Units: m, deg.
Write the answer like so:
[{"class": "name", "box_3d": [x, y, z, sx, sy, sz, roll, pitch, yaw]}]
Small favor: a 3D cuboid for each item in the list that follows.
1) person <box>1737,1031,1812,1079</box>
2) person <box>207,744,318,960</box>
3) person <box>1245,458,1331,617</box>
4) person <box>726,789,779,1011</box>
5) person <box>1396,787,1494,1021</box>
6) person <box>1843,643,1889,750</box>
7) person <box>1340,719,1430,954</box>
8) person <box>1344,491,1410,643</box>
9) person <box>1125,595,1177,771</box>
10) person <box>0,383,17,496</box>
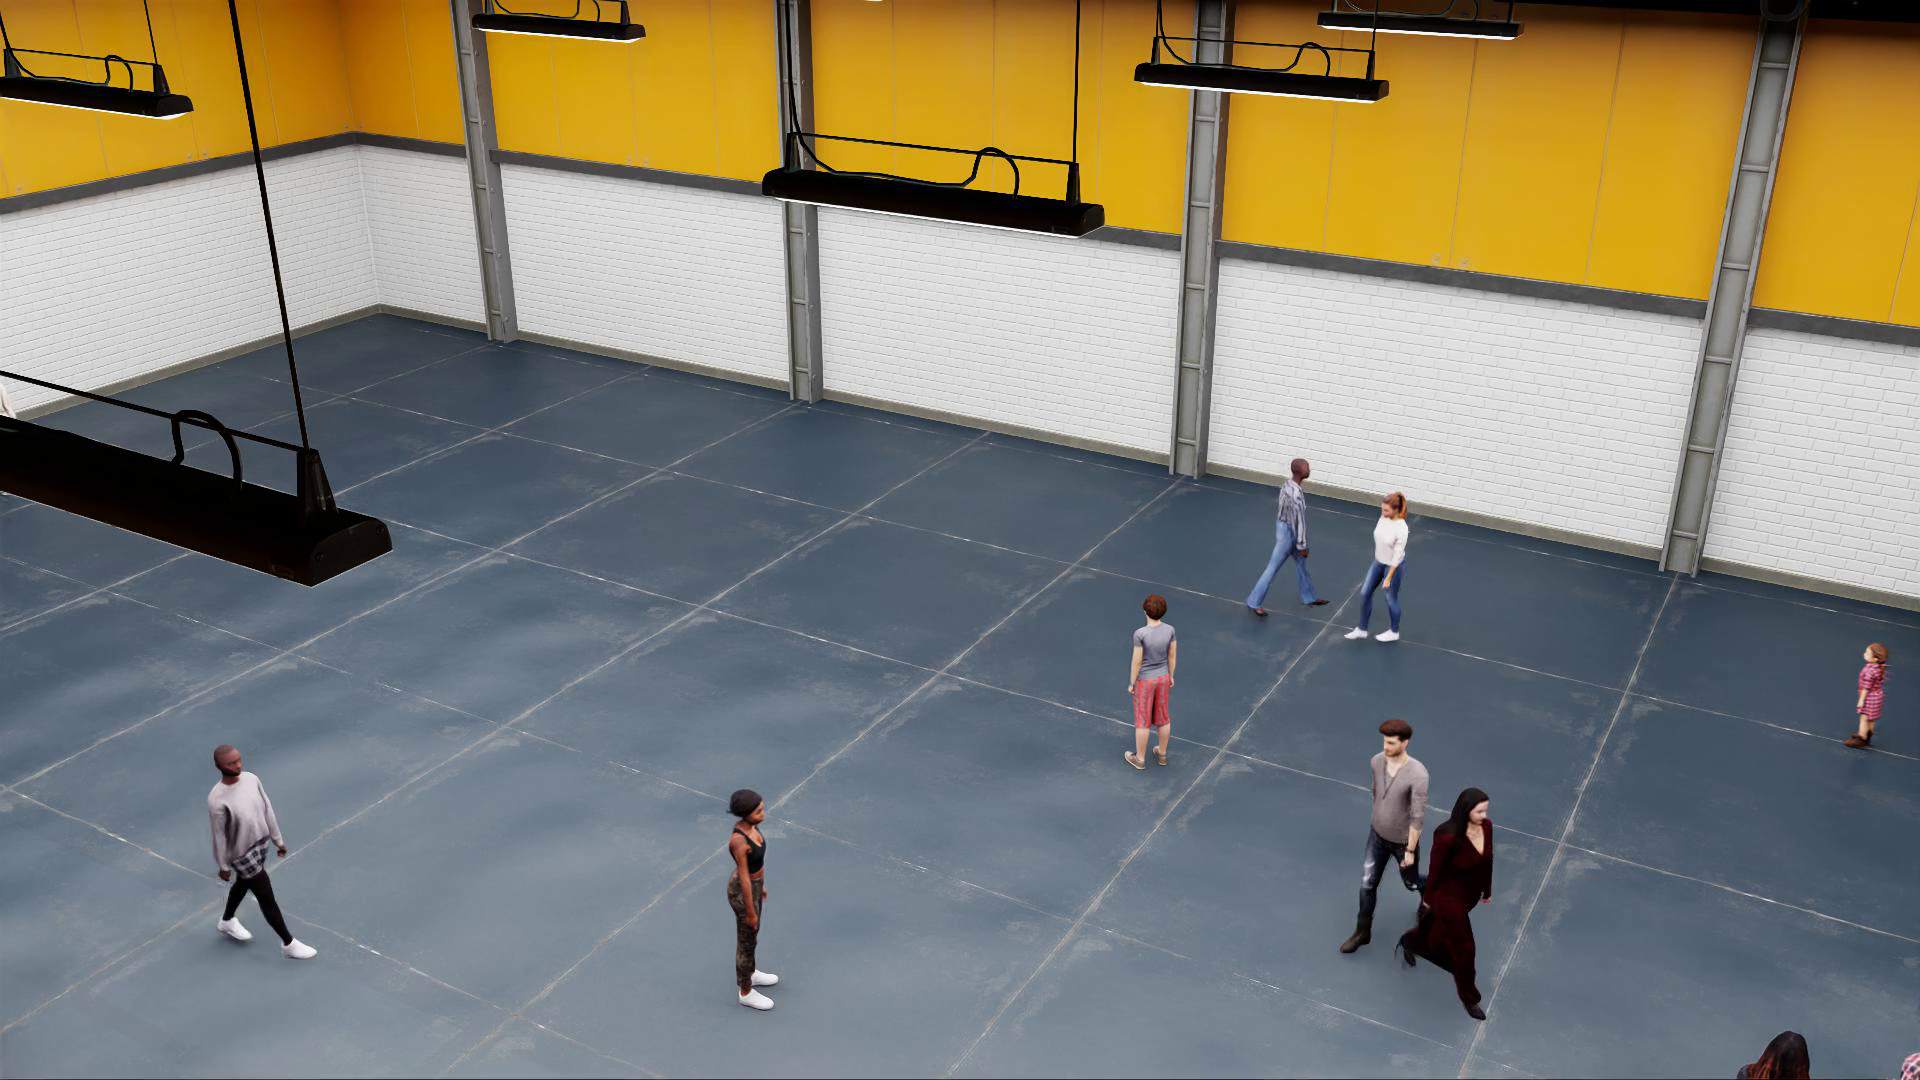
[{"class": "person", "box_3d": [4.633, 3.499, 9.549, 0.491, 1.634, 0.685, 12, 26, 26]}, {"class": "person", "box_3d": [-5.315, 2.275, 12.230, 1.192, 1.730, 0.786, 8, 25, 18]}, {"class": "person", "box_3d": [3.332, 0.009, 17.396, 1.243, 1.743, 0.993, 1, 24, 3]}, {"class": "person", "box_3d": [-1.495, 2.503, 11.742, 0.669, 1.703, 0.655, 1, 24, 3]}, {"class": "person", "box_3d": [3.435, 2.470, 11.813, 0.961, 1.705, 1.219, -15, 28, -31]}, {"class": "person", "box_3d": [8.261, 1.409, 15.097, 0.478, 1.020, 0.509, -20, 31, -38]}, {"class": "person", "box_3d": [3.282, 2.165, 12.312, 0.997, 1.866, 1.225, -21, 31, -39]}, {"class": "person", "box_3d": [4.415, 0.281, 16.825, 0.983, 1.703, 0.927, -6, 24, -14]}, {"class": "person", "box_3d": [1.698, 1.248, 14.676, 0.659, 1.651, 0.712, -7, 25, -16]}, {"class": "person", "box_3d": [-11.957, -1.389, 20.659, 0.707, 1.691, 0.729, -11, 26, -24]}]
